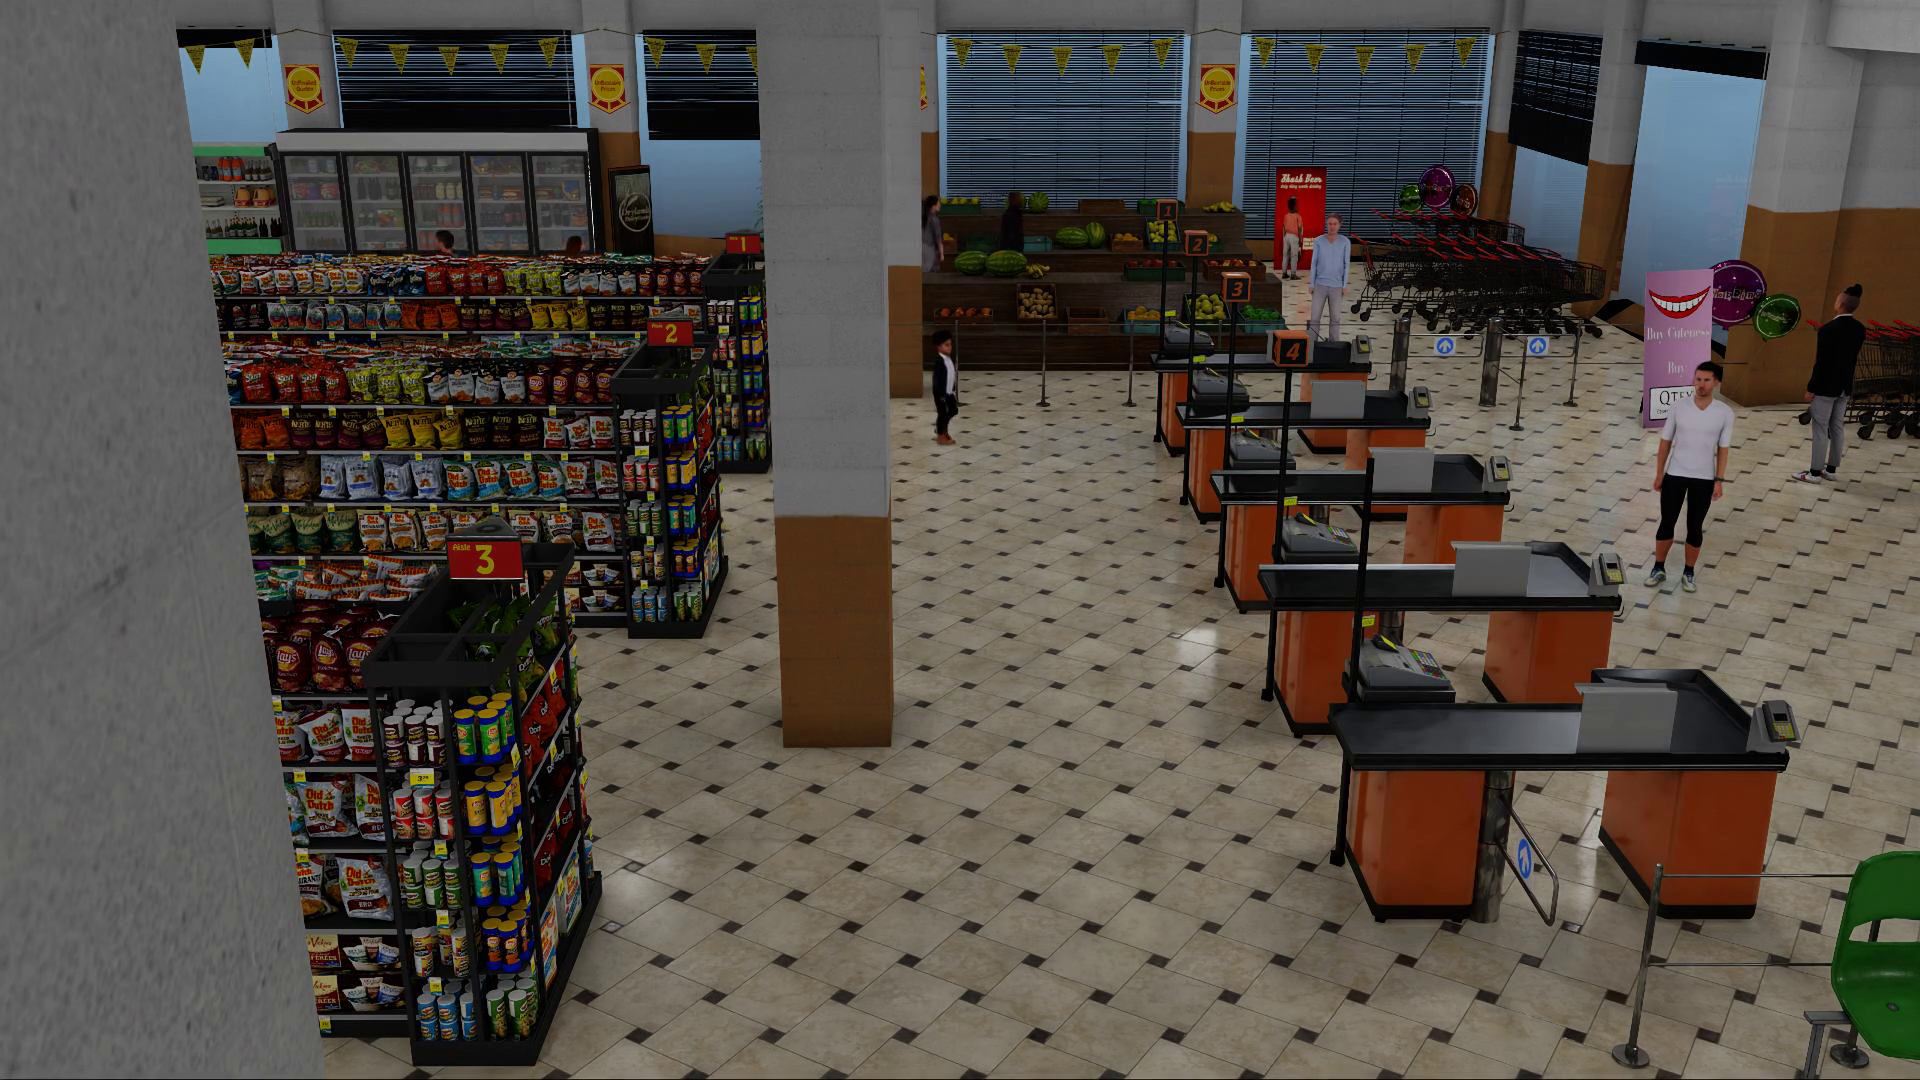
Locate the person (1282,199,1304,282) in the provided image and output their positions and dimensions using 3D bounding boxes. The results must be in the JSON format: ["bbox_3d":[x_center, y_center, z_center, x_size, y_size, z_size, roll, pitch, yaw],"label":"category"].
[{"bbox_3d":[5.422,-4.914,27.169,0.558,1.309,0.619,17,25,41],"label":"person"}]

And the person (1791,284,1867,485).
[{"bbox_3d":[8.456,-1.517,16.093,0.690,1.950,0.850,-8,20,-22],"label":"person"}]

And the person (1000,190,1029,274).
[{"bbox_3d":[0.647,-4.153,24.124,0.675,1.814,0.728,-2,19,-7],"label":"person"}]

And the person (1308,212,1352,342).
[{"bbox_3d":[4.723,-3.257,21.339,0.585,1.894,0.756,4,19,11],"label":"person"}]

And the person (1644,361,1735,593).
[{"bbox_3d":[5.836,-0.521,13.294,0.678,1.851,0.812,10,21,26],"label":"person"}]

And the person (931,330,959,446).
[{"bbox_3d":[-0.215,-1.604,17.496,0.644,1.218,0.599,11,21,28],"label":"person"}]

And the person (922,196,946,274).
[{"bbox_3d":[-0.526,-4.235,24.648,1.150,1.634,0.940,-10,21,-27],"label":"person"}]
